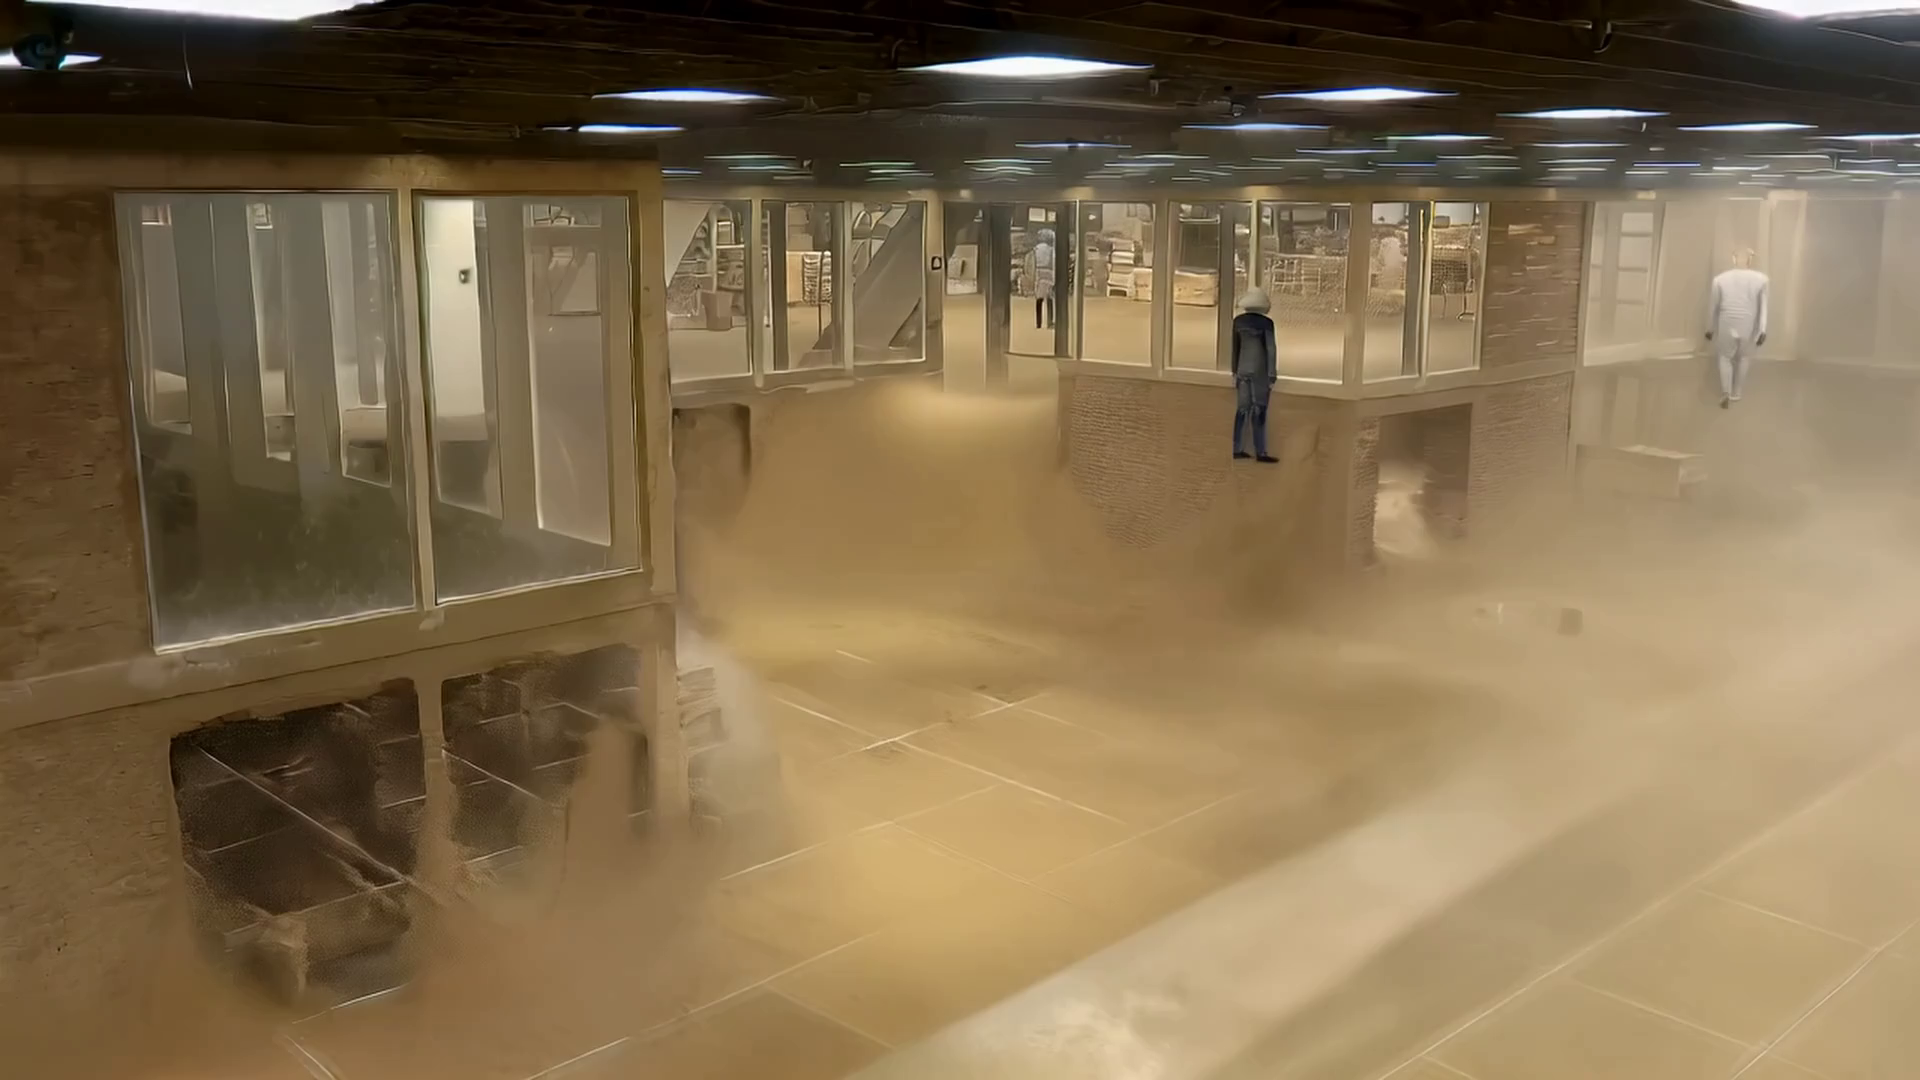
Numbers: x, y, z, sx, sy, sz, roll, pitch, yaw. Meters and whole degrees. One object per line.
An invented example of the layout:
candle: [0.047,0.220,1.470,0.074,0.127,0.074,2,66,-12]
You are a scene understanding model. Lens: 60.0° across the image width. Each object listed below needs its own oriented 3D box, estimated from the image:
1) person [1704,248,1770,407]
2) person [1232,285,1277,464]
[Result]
person: [9.137,-2.498,19.605,0.659,1.865,0.977,4,12,21]
person: [2.707,-1.514,15.256,0.287,1.634,0.507,-8,14,-35]
